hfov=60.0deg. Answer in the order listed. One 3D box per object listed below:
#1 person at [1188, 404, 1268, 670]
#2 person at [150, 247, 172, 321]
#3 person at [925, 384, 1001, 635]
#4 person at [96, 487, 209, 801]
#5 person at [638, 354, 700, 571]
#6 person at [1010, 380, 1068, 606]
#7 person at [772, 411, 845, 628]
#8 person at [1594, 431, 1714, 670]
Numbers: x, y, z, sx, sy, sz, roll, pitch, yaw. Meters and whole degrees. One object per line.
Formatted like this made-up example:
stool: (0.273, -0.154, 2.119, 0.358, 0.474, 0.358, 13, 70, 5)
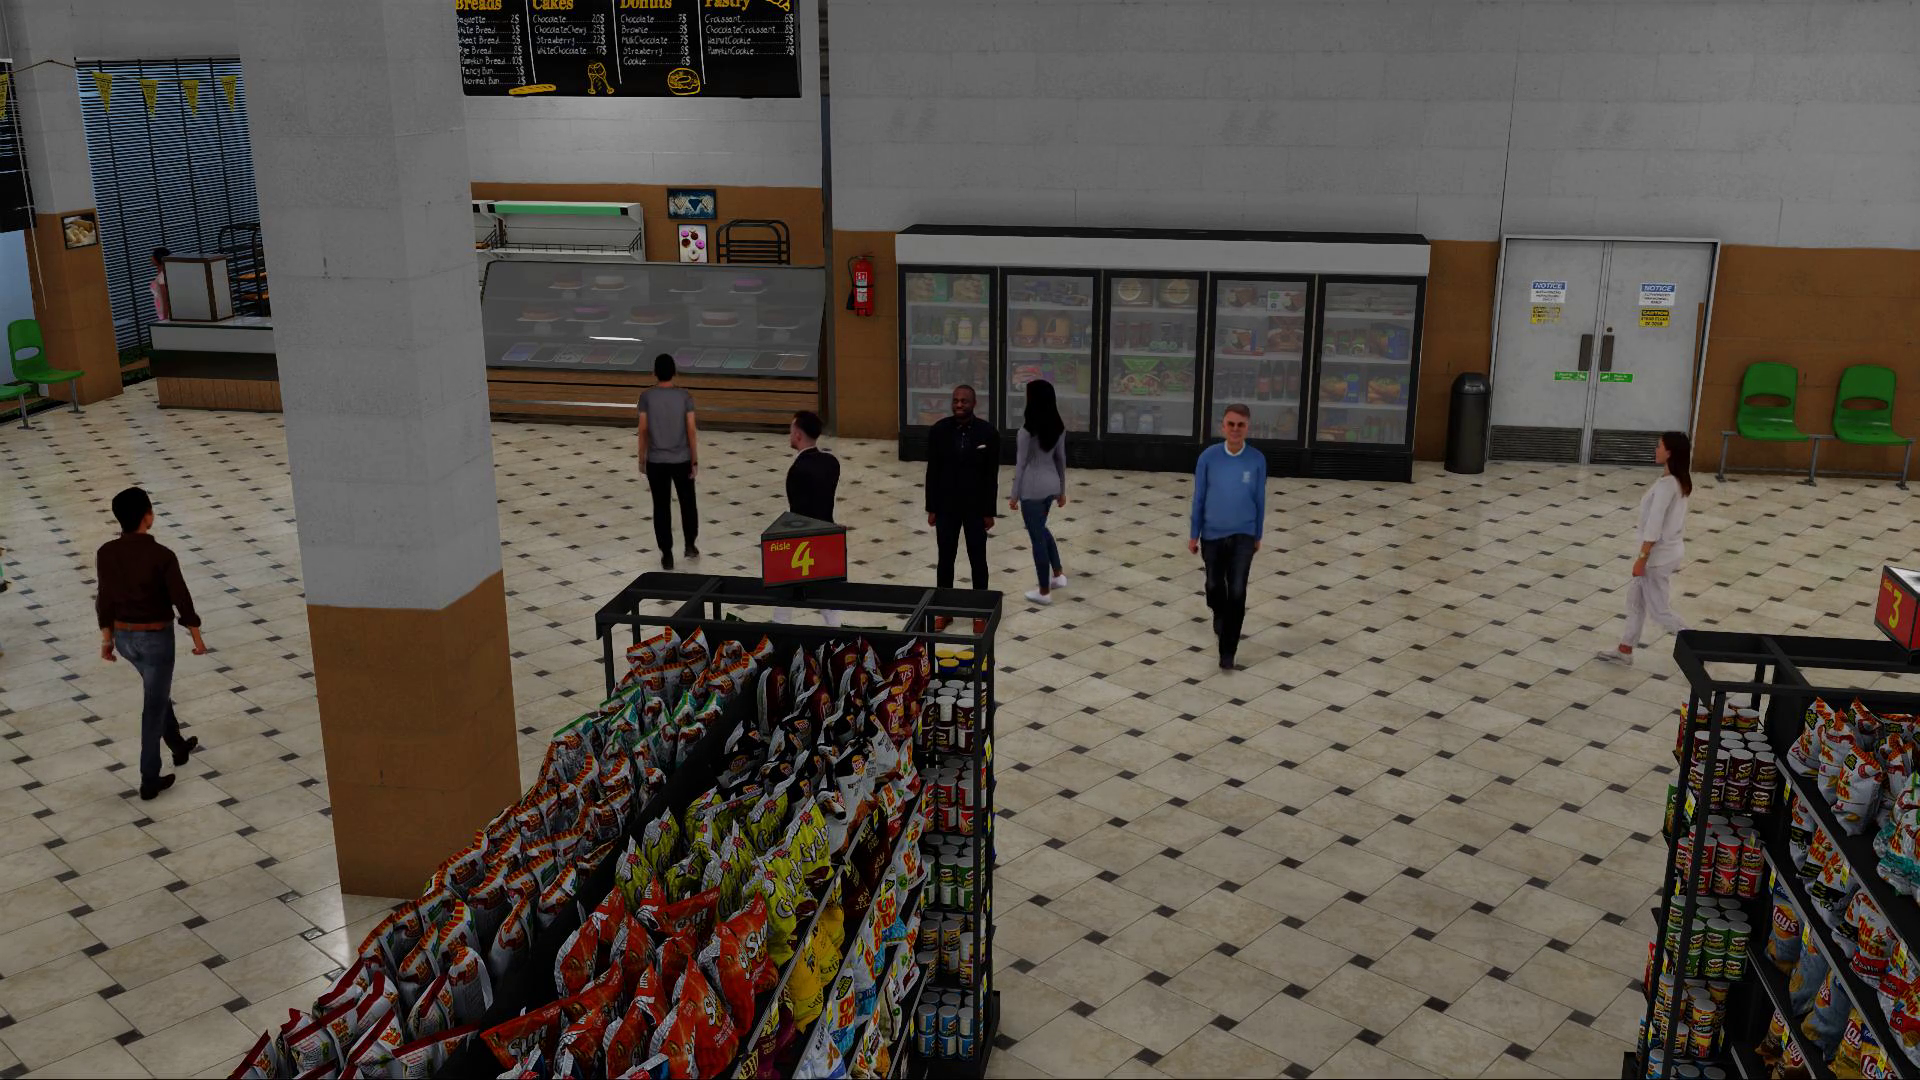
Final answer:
person: (1.848, -0.073, 11.526, 0.665, 1.785, 1.139, 3, 17, 11)
person: (-9.600, -2.686, 20.211, 0.706, 1.740, 0.578, -4, 17, -14)
person: (0.021, -0.228, 11.982, 0.676, 1.818, 0.570, 3, 17, 10)
person: (-4.616, 0.611, 9.328, 0.675, 1.755, 0.896, 3, 17, 8)
person: (-2.339, -0.610, 13.370, 0.742, 1.742, 0.785, -4, 17, -13)
person: (0.665, -0.328, 12.473, 0.710, 1.723, 0.786, -15, 22, -40)
person: (-0.903, 0.076, 10.990, 1.007, 1.813, 1.091, 10, 20, 30)
person: (4.736, 0.125, 11.084, 0.902, 1.664, 1.051, 10, 20, 30)
